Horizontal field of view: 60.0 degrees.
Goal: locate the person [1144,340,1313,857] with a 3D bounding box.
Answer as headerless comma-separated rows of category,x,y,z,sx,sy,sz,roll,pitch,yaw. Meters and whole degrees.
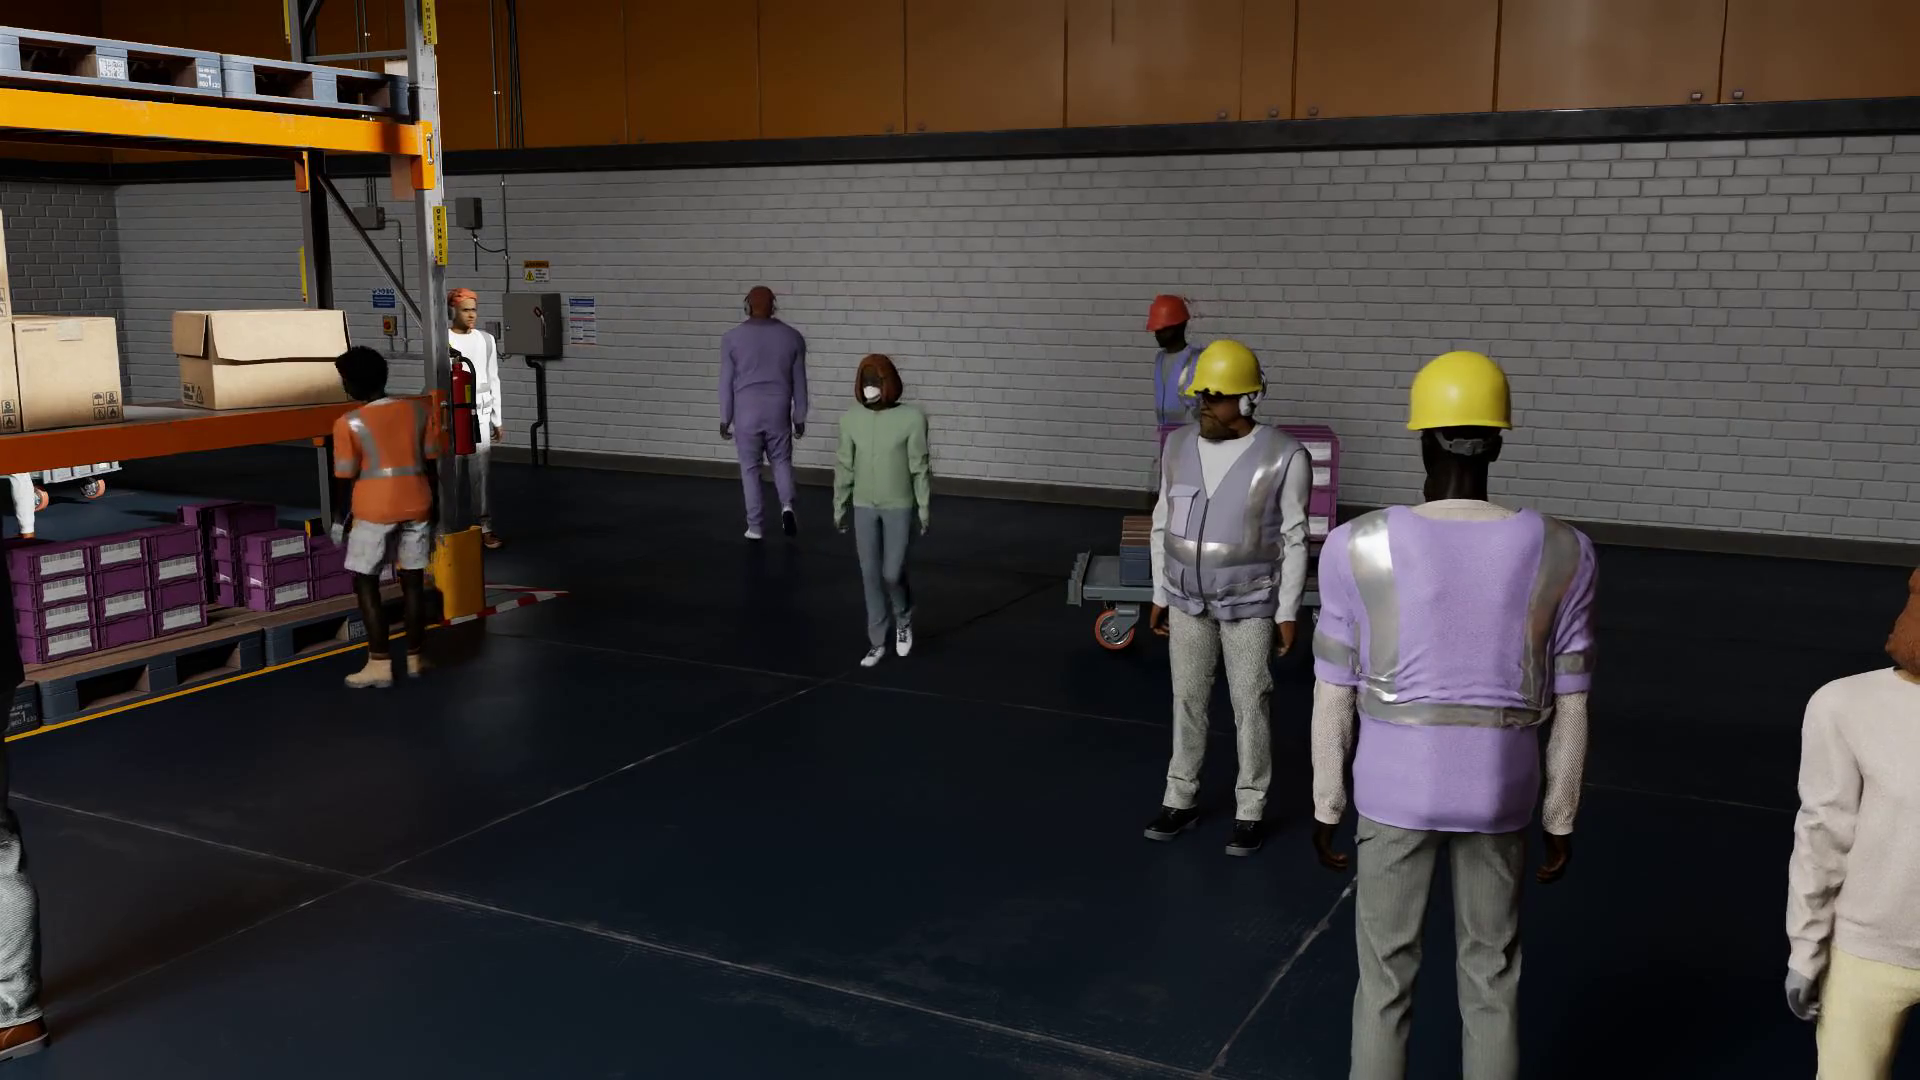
person,0.931,0.206,5.905,0.587,1.826,0.404,6,12,33

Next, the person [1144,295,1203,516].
person,1.371,-0.580,10.349,1.025,1.875,0.569,-6,11,-31

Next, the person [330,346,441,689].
person,-2.806,-0.102,8.166,0.353,1.664,0.604,9,13,42

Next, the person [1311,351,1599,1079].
person,1.061,0.550,3.658,0.588,1.918,0.401,1,10,7

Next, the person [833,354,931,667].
person,-0.413,-0.142,8.515,0.518,1.616,0.348,4,10,20

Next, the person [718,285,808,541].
person,-1.458,-0.922,12.249,0.648,1.895,0.452,-4,10,-21

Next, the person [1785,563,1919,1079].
person,1.797,0.794,3.086,0.497,1.625,0.279,4,11,23

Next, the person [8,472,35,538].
person,-6.977,-0.895,11.956,0.373,1.940,0.629,9,13,43

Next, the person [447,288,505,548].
person,-3.534,-0.852,11.884,0.351,1.879,0.577,8,13,40

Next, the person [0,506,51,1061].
person,-2.644,0.418,4.350,0.352,1.937,0.635,-6,11,-31
